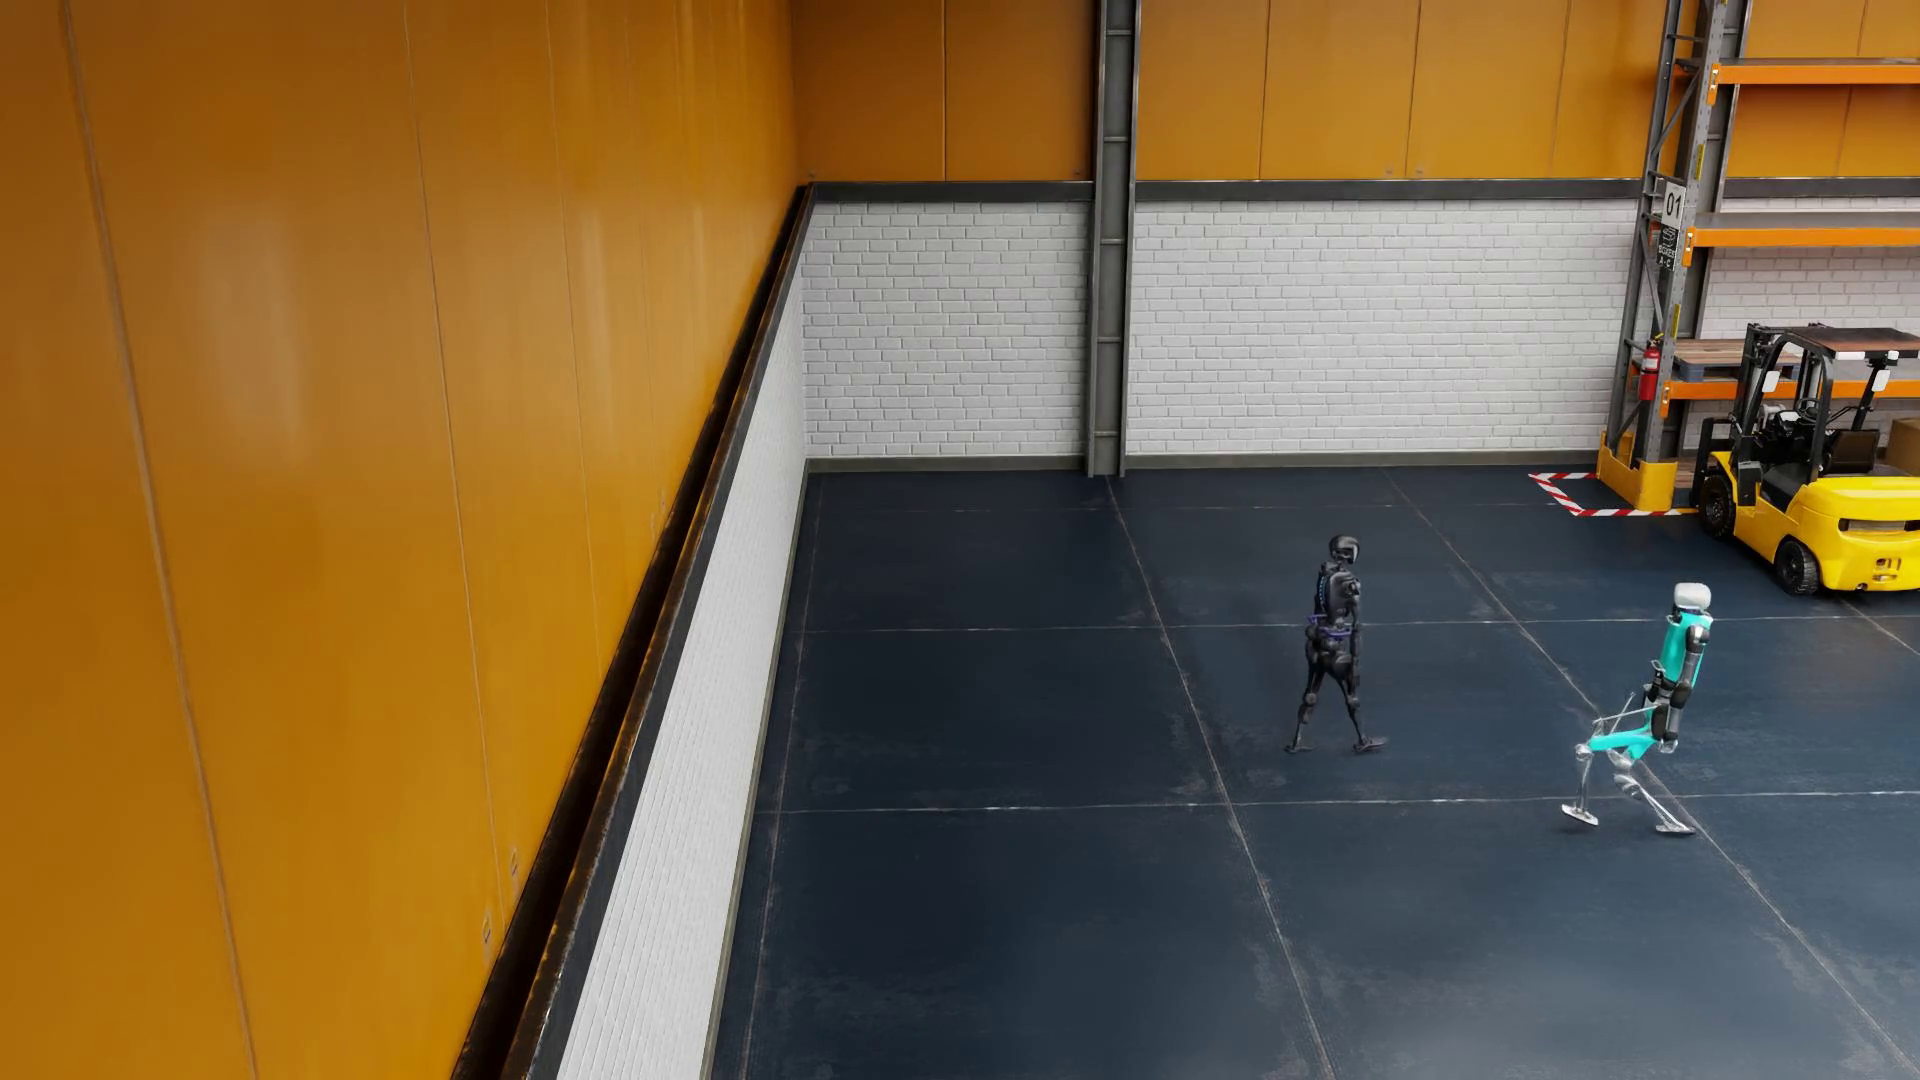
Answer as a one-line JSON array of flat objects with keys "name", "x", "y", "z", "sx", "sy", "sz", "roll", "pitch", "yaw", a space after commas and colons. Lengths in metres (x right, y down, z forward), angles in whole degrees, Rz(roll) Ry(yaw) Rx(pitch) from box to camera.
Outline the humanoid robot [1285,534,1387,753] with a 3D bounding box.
[{"name": "humanoid robot", "x": 2.648, "y": 0.718, "z": 11.601, "sx": 0.684, "sy": 1.639, "sz": 0.587, "roll": -7, "pitch": 21, "yaw": -19}]

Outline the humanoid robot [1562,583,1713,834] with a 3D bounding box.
[{"name": "humanoid robot", "x": 4.230, "y": 1.096, "z": 10.533, "sx": 1.030, "sy": 1.761, "sz": 0.538, "roll": 4, "pitch": 21, "yaw": 11}]

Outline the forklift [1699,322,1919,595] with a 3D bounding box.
[{"name": "forklift", "x": 7.809, "y": -0.792, "z": 14.926, "sx": 1.214, "sy": 2.155, "sz": 2.313, "roll": -1, "pitch": 20, "yaw": -2}]
